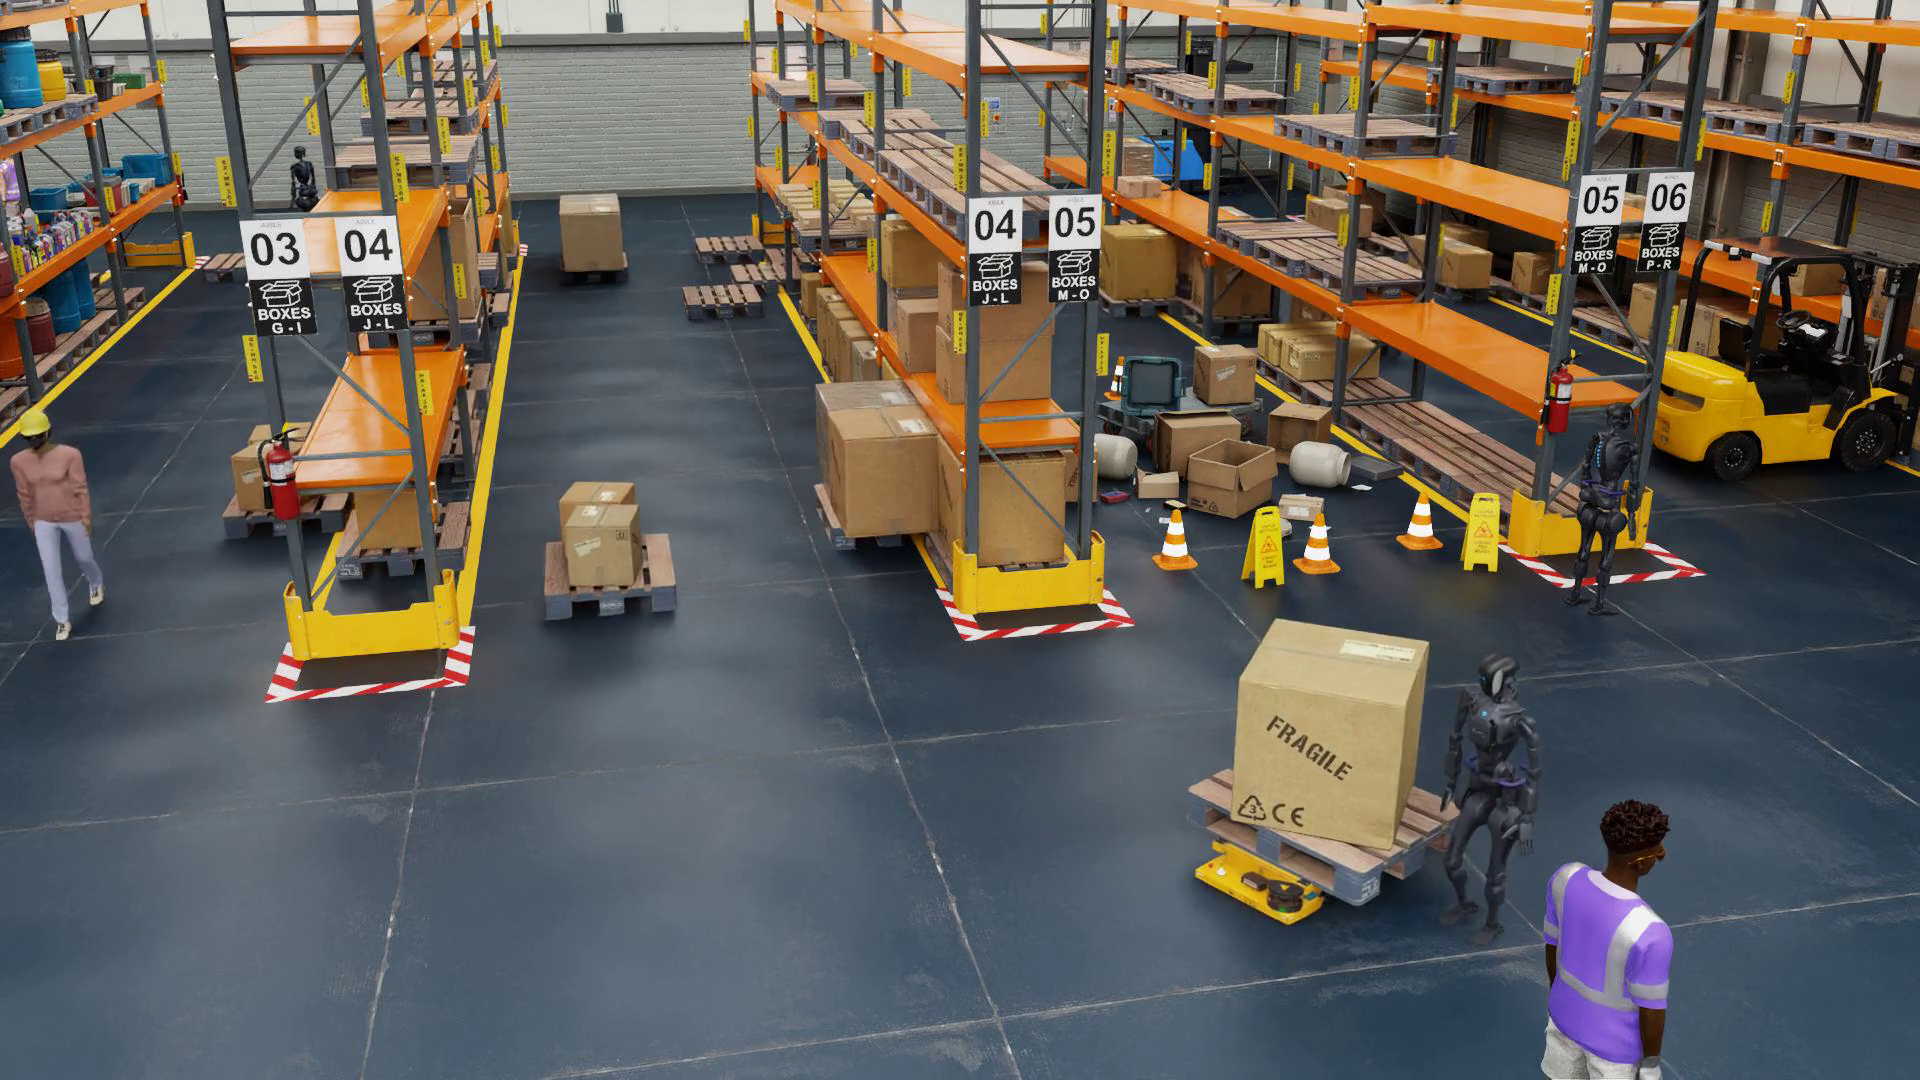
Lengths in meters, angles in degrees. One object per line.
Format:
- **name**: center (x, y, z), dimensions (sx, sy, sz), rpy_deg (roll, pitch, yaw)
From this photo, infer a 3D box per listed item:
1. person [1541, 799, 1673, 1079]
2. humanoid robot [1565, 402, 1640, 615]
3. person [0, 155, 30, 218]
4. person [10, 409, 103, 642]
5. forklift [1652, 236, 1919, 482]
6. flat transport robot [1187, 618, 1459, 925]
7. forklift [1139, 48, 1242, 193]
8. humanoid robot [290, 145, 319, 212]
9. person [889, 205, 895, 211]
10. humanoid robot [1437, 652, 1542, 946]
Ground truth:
- **person**: center (2.554, 1.917, 6.607), dimensions (0.367, 1.966, 0.604), rpy_deg (-9, 22, -22)
- **humanoid robot**: center (4.984, -0.262, 12.863), dimensions (0.315, 1.659, 0.599), rpy_deg (-8, 22, -21)
- **person**: center (-15.328, -5.519, 27.029), dimensions (0.350, 1.688, 0.488), rpy_deg (11, 23, 27)
- **person**: center (-6.825, -0.190, 12.609), dimensions (0.517, 1.732, 0.858), rpy_deg (-6, 21, -15)
- **forklift**: center (8.013, -1.814, 16.330), dimensions (2.313, 2.155, 1.214), rpy_deg (-4, 21, -12)
- **flat transport robot**: center (2.074, 1.747, 9.498), dimensions (1.431, 0.231, 0.659), rpy_deg (-17, 26, -39)
- **forklift**: center (4.566, -8.313, 32.860), dimensions (1.873, 2.768, 1.129), rpy_deg (-4, 21, -12)
- **humanoid robot**: center (-10.824, -5.714, 27.642), dimensions (0.724, 1.650, 0.589), rpy_deg (7, 21, 18)
- **person**: center (-1.131, -6.948, 30.854), dimensions (0.490, 1.684, 0.553), rpy_deg (-1, 20, -2)
- **humanoid robot**: center (2.751, 1.333, 8.605), dimensions (0.341, 1.648, 0.610), rpy_deg (-13, 24, -31)
